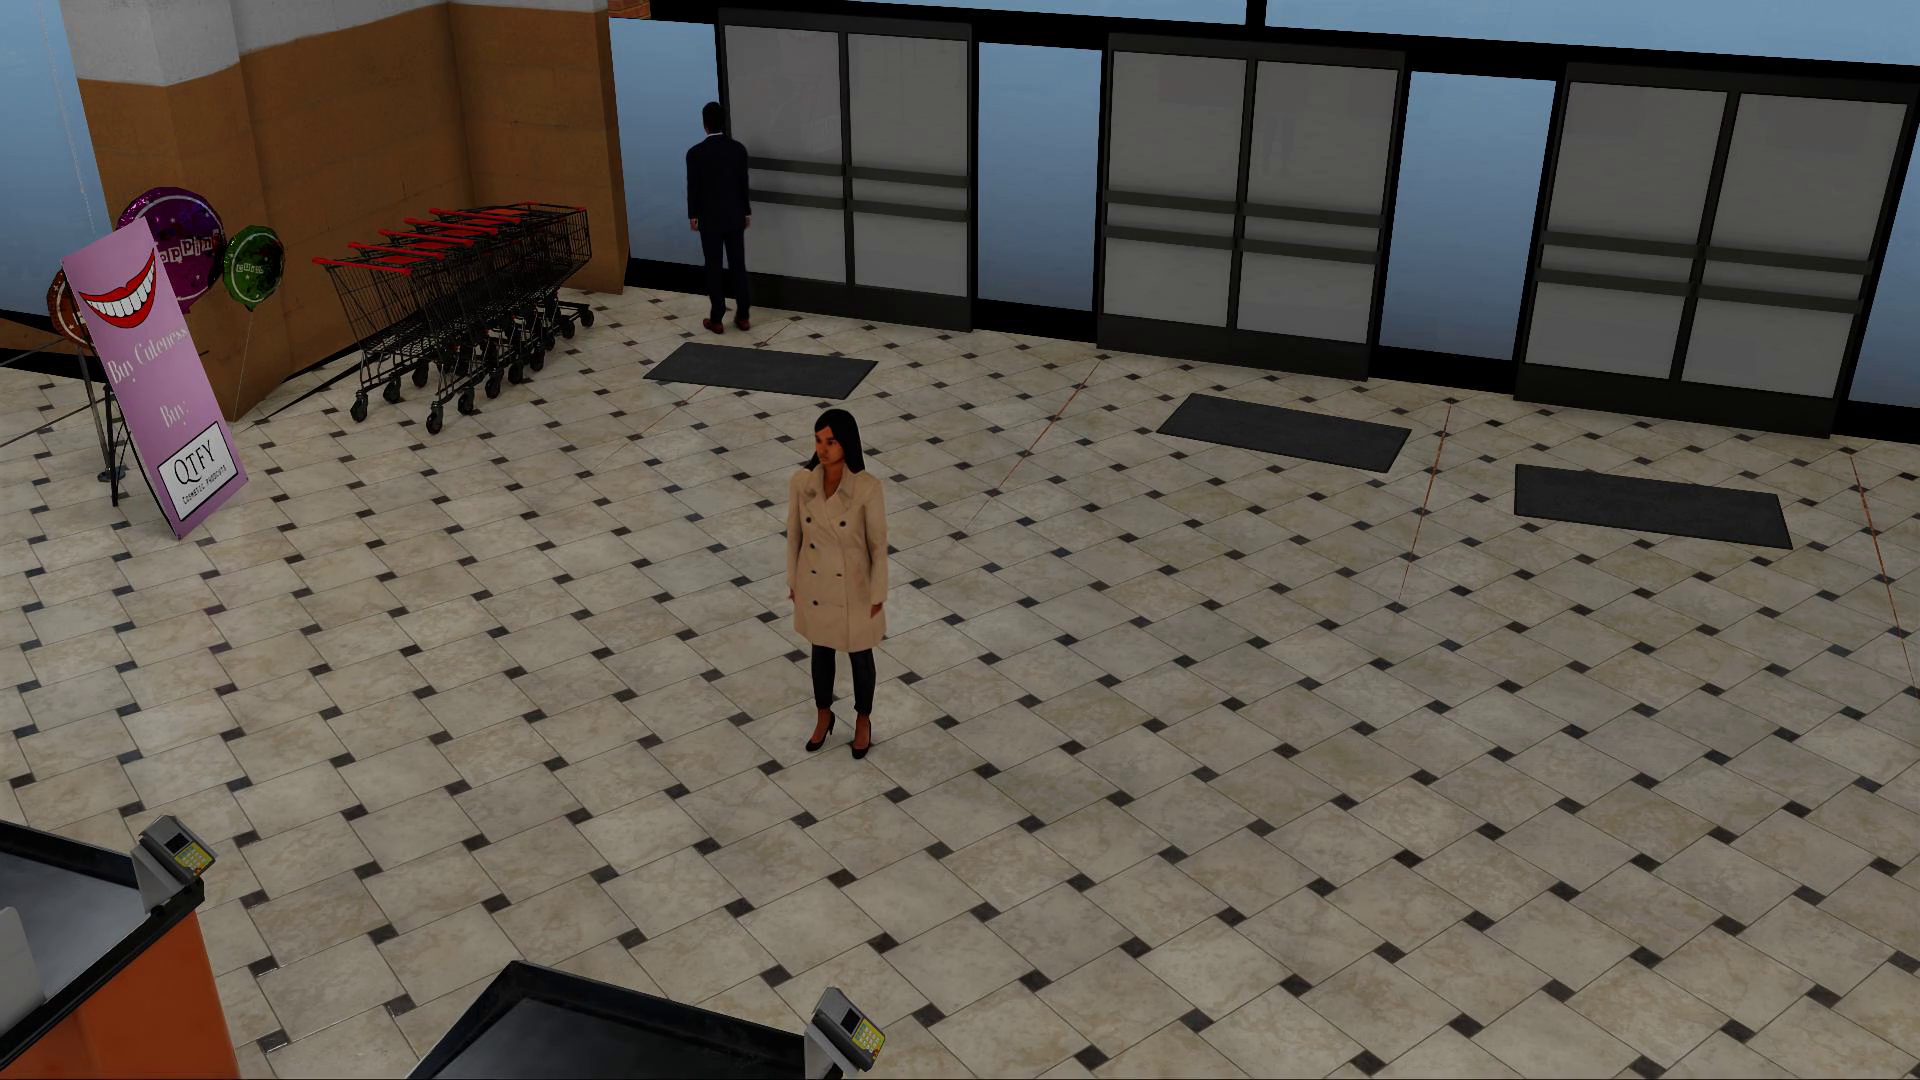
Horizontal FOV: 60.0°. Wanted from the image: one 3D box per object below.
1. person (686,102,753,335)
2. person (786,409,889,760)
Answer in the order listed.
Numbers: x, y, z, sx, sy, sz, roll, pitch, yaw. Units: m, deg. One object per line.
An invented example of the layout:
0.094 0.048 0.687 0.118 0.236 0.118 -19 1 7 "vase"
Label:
-1.790 -2.407 12.477 0.698 1.723 0.747 -11 29 -21 "person"
-0.537 0.204 7.373 0.633 1.682 0.512 9 28 17 "person"
